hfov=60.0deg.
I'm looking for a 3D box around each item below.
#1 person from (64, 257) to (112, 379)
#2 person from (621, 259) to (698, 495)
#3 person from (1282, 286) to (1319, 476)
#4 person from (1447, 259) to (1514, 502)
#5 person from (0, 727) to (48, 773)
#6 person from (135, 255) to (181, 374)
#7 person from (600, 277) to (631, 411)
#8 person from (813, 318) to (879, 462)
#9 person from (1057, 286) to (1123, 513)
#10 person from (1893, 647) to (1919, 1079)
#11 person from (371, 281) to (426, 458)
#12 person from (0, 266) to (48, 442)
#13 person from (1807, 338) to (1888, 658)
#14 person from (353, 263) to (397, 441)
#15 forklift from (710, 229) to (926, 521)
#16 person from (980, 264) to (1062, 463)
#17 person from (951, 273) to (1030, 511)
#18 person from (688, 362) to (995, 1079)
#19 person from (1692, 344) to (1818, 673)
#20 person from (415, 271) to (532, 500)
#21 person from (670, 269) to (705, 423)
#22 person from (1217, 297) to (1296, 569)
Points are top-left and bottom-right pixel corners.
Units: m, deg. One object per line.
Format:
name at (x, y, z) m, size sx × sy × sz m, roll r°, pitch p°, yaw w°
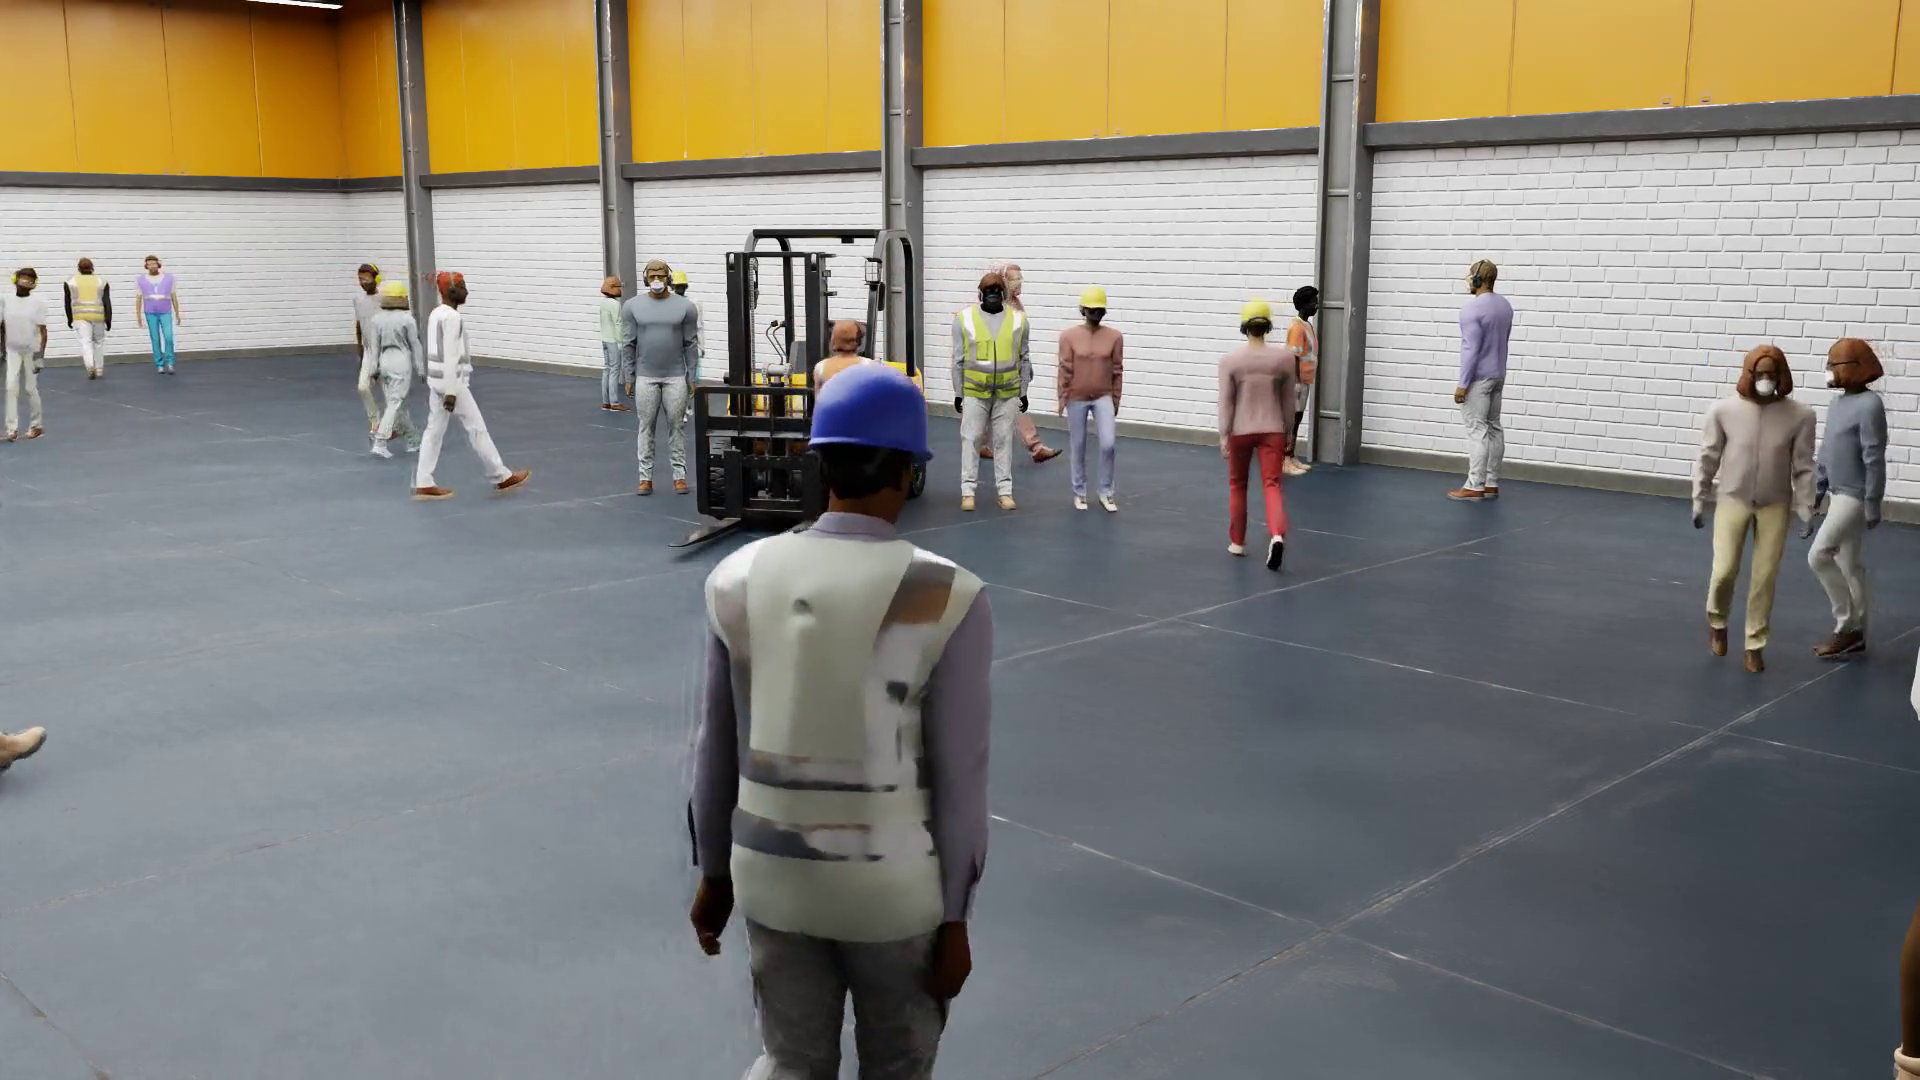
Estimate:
person at (-13.037, -3.322, 24.907) m, size 0.618 × 1.810 × 0.883 m, roll -6°, pitch 12°, yaw -31°
person at (-2.465, -1.337, 13.718) m, size 0.630 × 1.940 × 0.372 m, roll -2°, pitch 11°, yaw -10°
person at (3.027, -1.420, 14.856) m, size 0.321 × 1.691 × 0.531 m, roll 4°, pitch 11°, yaw 20°
person at (4.187, -1.275, 13.377) m, size 0.629 × 1.940 × 0.376 m, roll -9°, pitch 14°, yaw -42°
person at (-4.090, 0.156, 6.342) m, size 0.537 × 1.642 × 0.898 m, roll 9°, pitch 14°, yaw 41°
person at (-12.301, -3.444, 25.513) m, size 0.610 × 1.815 × 0.744 m, roll -5°, pitch 12°, yaw -26°
person at (-4.225, -2.387, 20.274) m, size 0.266 × 1.631 × 0.507 m, roll -7°, pitch 12°, yaw -33°
person at (-0.731, -0.627, 10.740) m, size 0.535 × 1.605 × 0.724 m, roll 5°, pitch 11°, yaw 25°
person at (1.008, -1.073, 12.810) m, size 0.529 × 1.746 × 0.584 m, roll -1°, pitch 10°, yaw -5°
person at (2.443, 0.412, 3.892) m, size 0.373 × 2.044 × 0.606 m, roll 8°, pitch 13°, yaw 36°
person at (-5.467, -1.657, 16.102) m, size 0.493 × 1.699 × 0.907 m, roll 4°, pitch 11°, yaw 20°
person at (-9.737, -1.920, 17.233) m, size 0.604 × 1.813 × 0.807 m, roll -2°, pitch 11°, yaw -9°
person at (4.459, -0.204, 8.399) m, size 0.415 × 1.617 × 0.513 m, roll 2°, pitch 11°, yaw 13°
person at (-6.024, -1.933, 17.210) m, size 0.546 × 1.846 × 0.435 m, roll 1°, pitch 10°, yaw 8°
forklift at (-1.050, -1.319, 12.920) m, size 1.214 × 2.155 × 2.313 m, roll 2°, pitch 11°, yaw 13°
person at (0.514, -1.654, 15.659) m, size 0.980 × 1.850 × 0.669 m, roll 4°, pitch 11°, yaw 22°
person at (0.244, -1.146, 12.937) m, size 0.624 × 1.845 × 0.430 m, roll -1°, pitch 10°, yaw -8°
person at (-0.259, 0.637, 3.065) m, size 0.613 × 1.909 × 0.735 m, roll 5°, pitch 11°, yaw 25°
person at (3.882, -0.155, 8.148) m, size 0.536 × 1.613 × 0.352 m, roll 3°, pitch 11°, yaw 17°
person at (-4.018, -1.249, 13.494) m, size 0.974 × 1.835 × 0.608 m, roll -7°, pitch 12°, yaw -33°
person at (-3.188, -2.223, 19.047) m, size 0.544 × 1.750 × 0.420 m, roll -5°, pitch 11°, yaw -24°
person at (1.930, -0.698, 10.788) m, size 0.527 × 1.740 × 0.819 m, roll 0°, pitch 10°, yaw 0°
